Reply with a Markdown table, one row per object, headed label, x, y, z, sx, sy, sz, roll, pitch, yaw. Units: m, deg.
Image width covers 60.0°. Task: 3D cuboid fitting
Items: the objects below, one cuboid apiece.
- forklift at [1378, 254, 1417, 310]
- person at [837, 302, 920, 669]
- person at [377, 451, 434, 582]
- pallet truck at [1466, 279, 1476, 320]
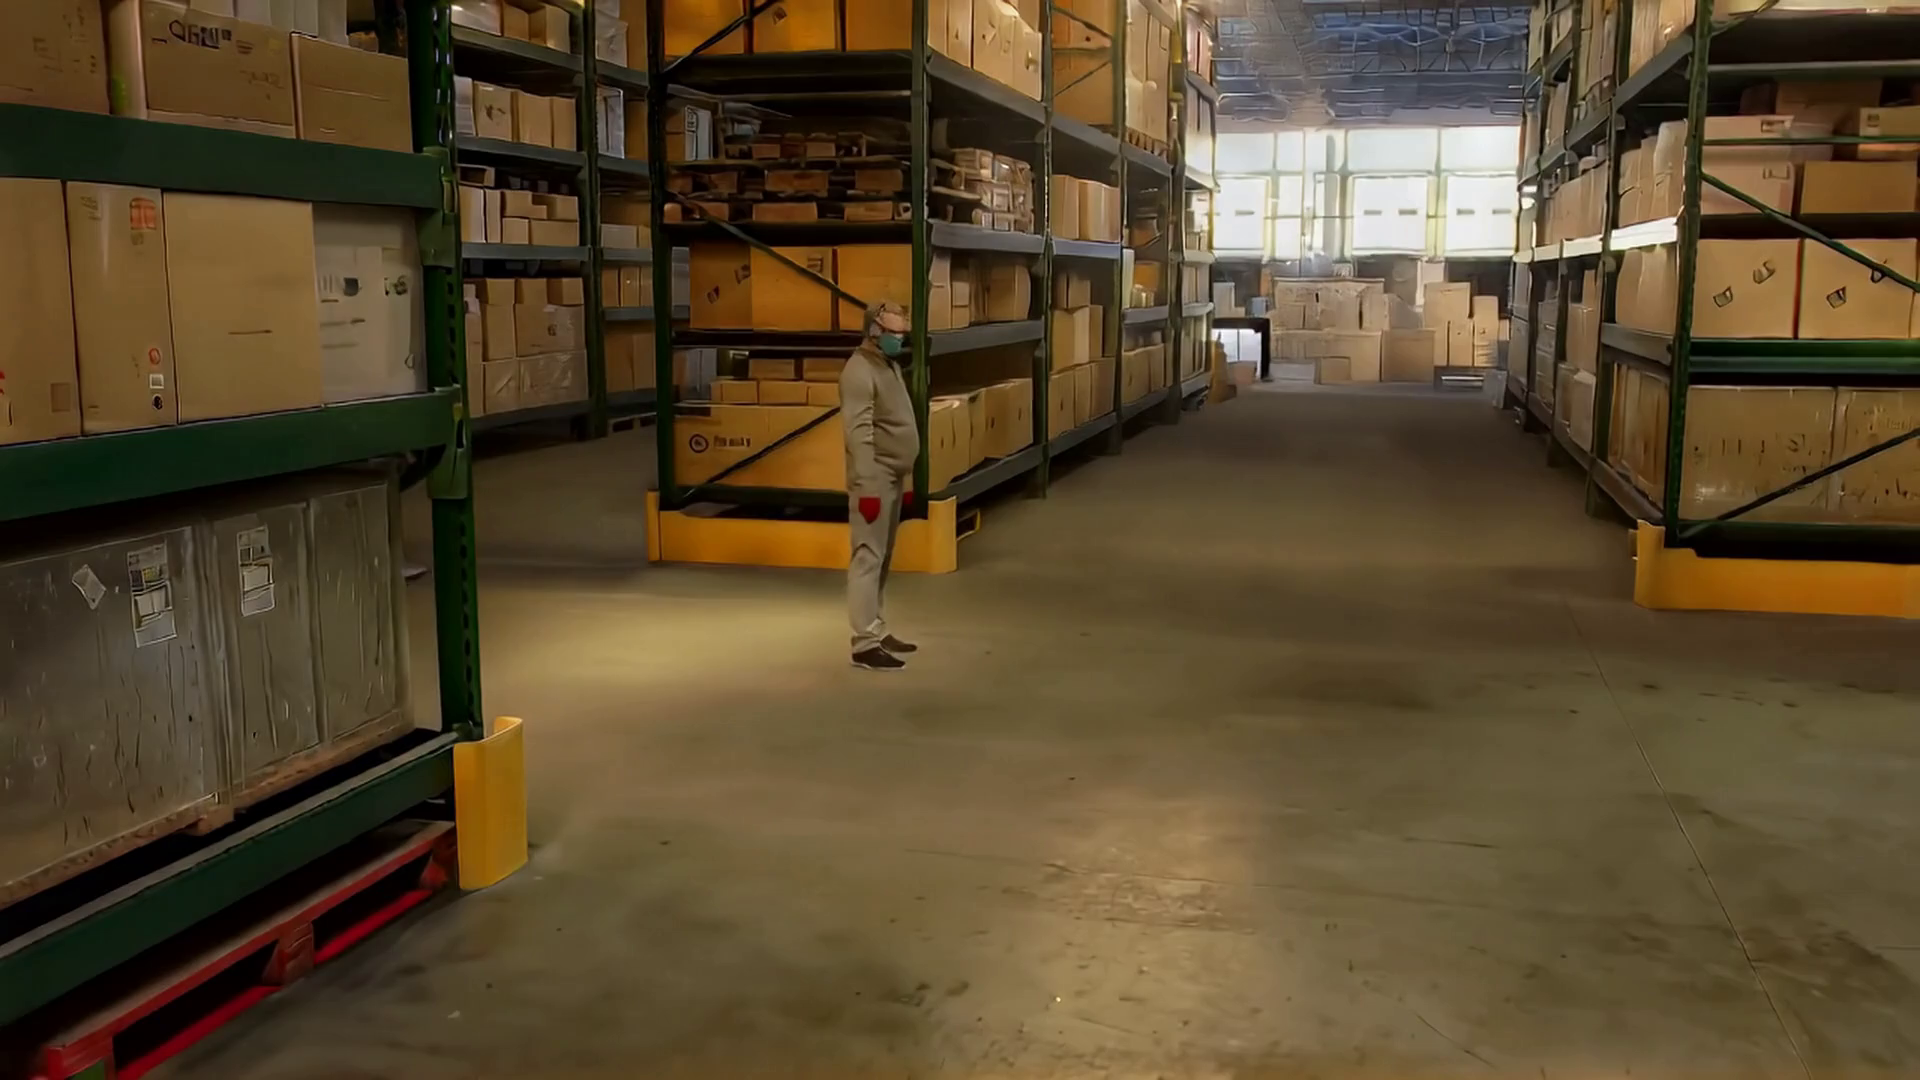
| label | x | y | z | sx | sy | sz | roll | pitch | yaw |
| --- | --- | --- | --- | --- | --- | --- | --- | --- | --- |
| forklift | 14.526 | -8.207 | 55.916 | 1.129 | 2.768 | 1.873 | -2 | 9 | -11 |
| person | -0.411 | -0.291 | 8.724 | 0.407 | 1.902 | 0.638 | 1 | 9 | 9 |
| person | -3.842 | -0.534 | 11.045 | 0.848 | 1.656 | 0.538 | 1 | 9 | 8 |
| pallet truck | 18.896 | -8.459 | 60.307 | 1.885 | 1.965 | 0.823 | 5 | 10 | 31 |
